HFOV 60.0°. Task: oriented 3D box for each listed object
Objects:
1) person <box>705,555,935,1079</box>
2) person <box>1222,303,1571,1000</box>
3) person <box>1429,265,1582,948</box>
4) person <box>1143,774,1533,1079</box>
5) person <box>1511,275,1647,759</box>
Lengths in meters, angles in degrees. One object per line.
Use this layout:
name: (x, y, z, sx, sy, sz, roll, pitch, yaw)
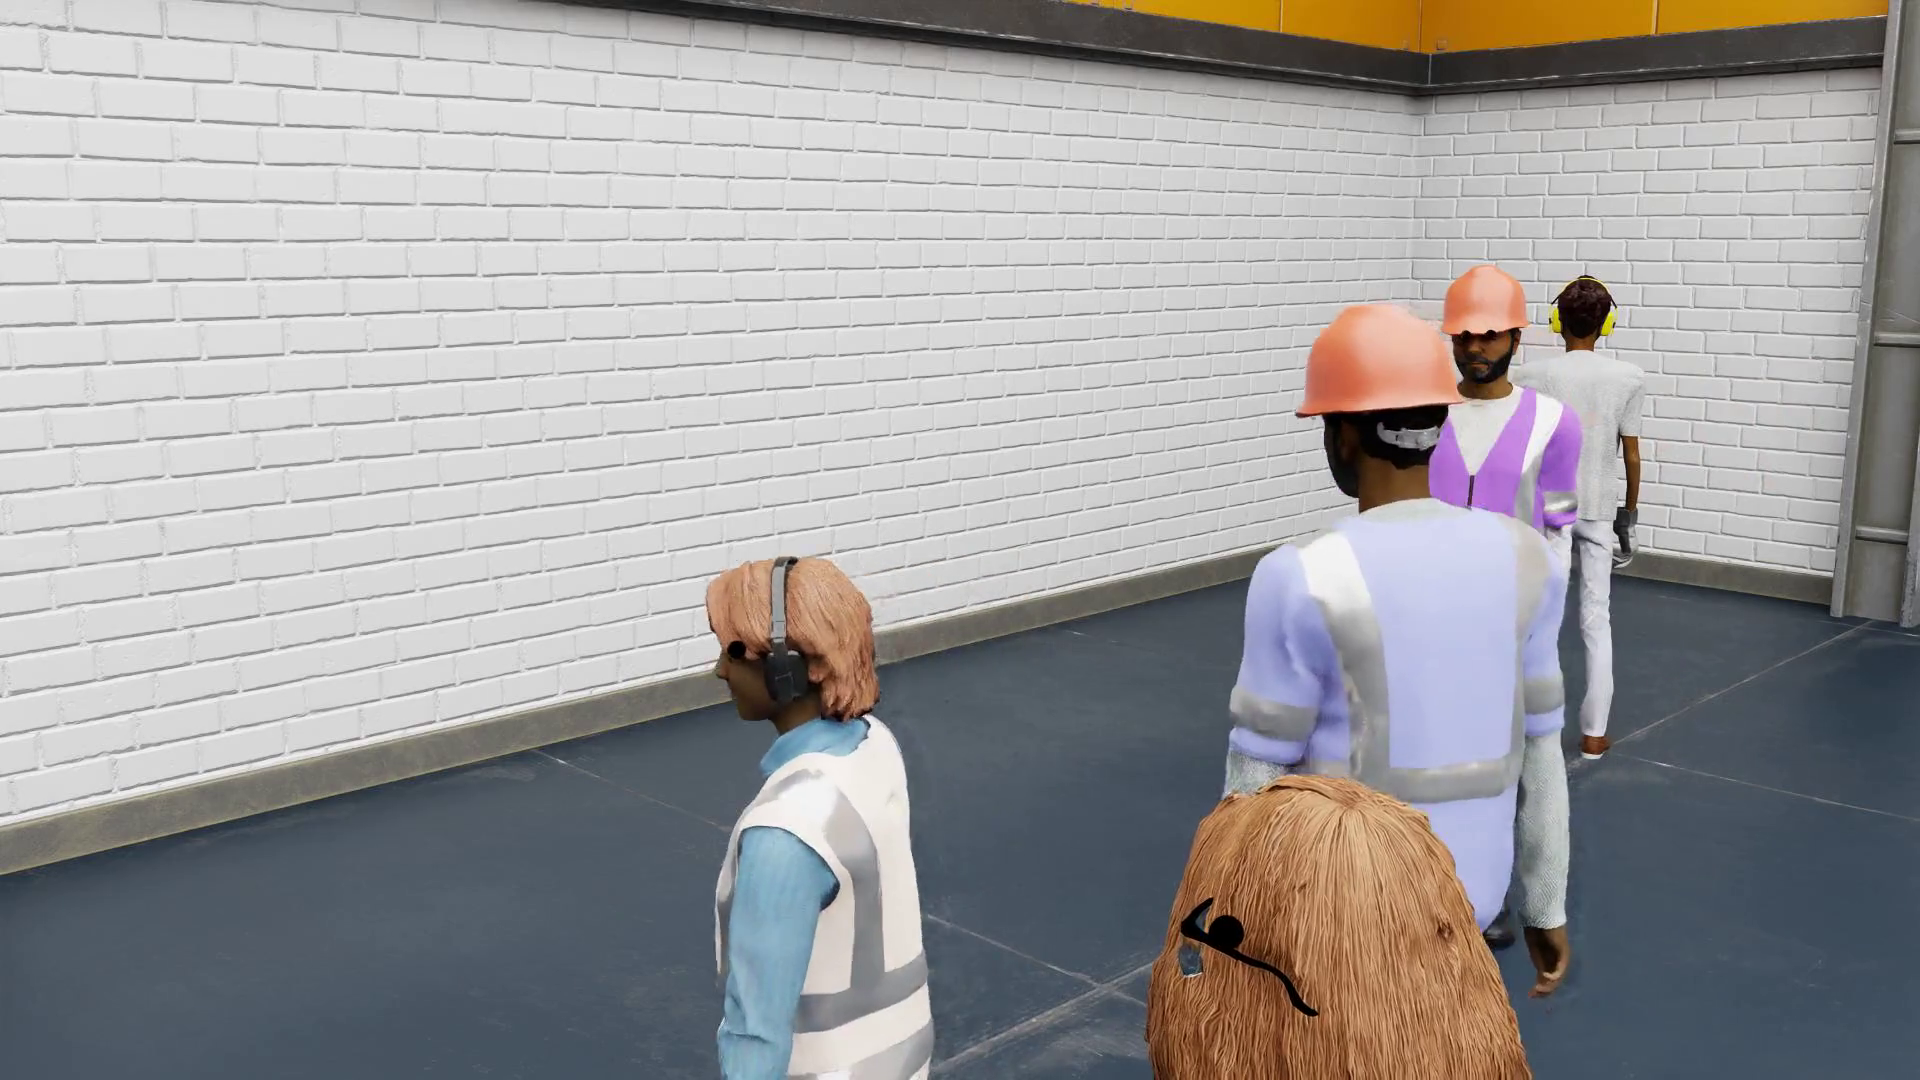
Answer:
person: (-0.151, 0.803, 2.374, 0.871, 1.595, 0.512, 1, 10, 6)
person: (0.672, 0.556, 2.873, 0.560, 1.903, 0.825, -4, 11, -19)
person: (1.452, 0.198, 4.745, 0.542, 1.938, 0.358, 4, 11, 23)
person: (0.271, 0.979, 1.315, 0.277, 1.633, 0.507, 10, 14, 43)
person: (2.362, -0.078, 6.439, 0.510, 1.872, 0.329, 2, 11, 13)
